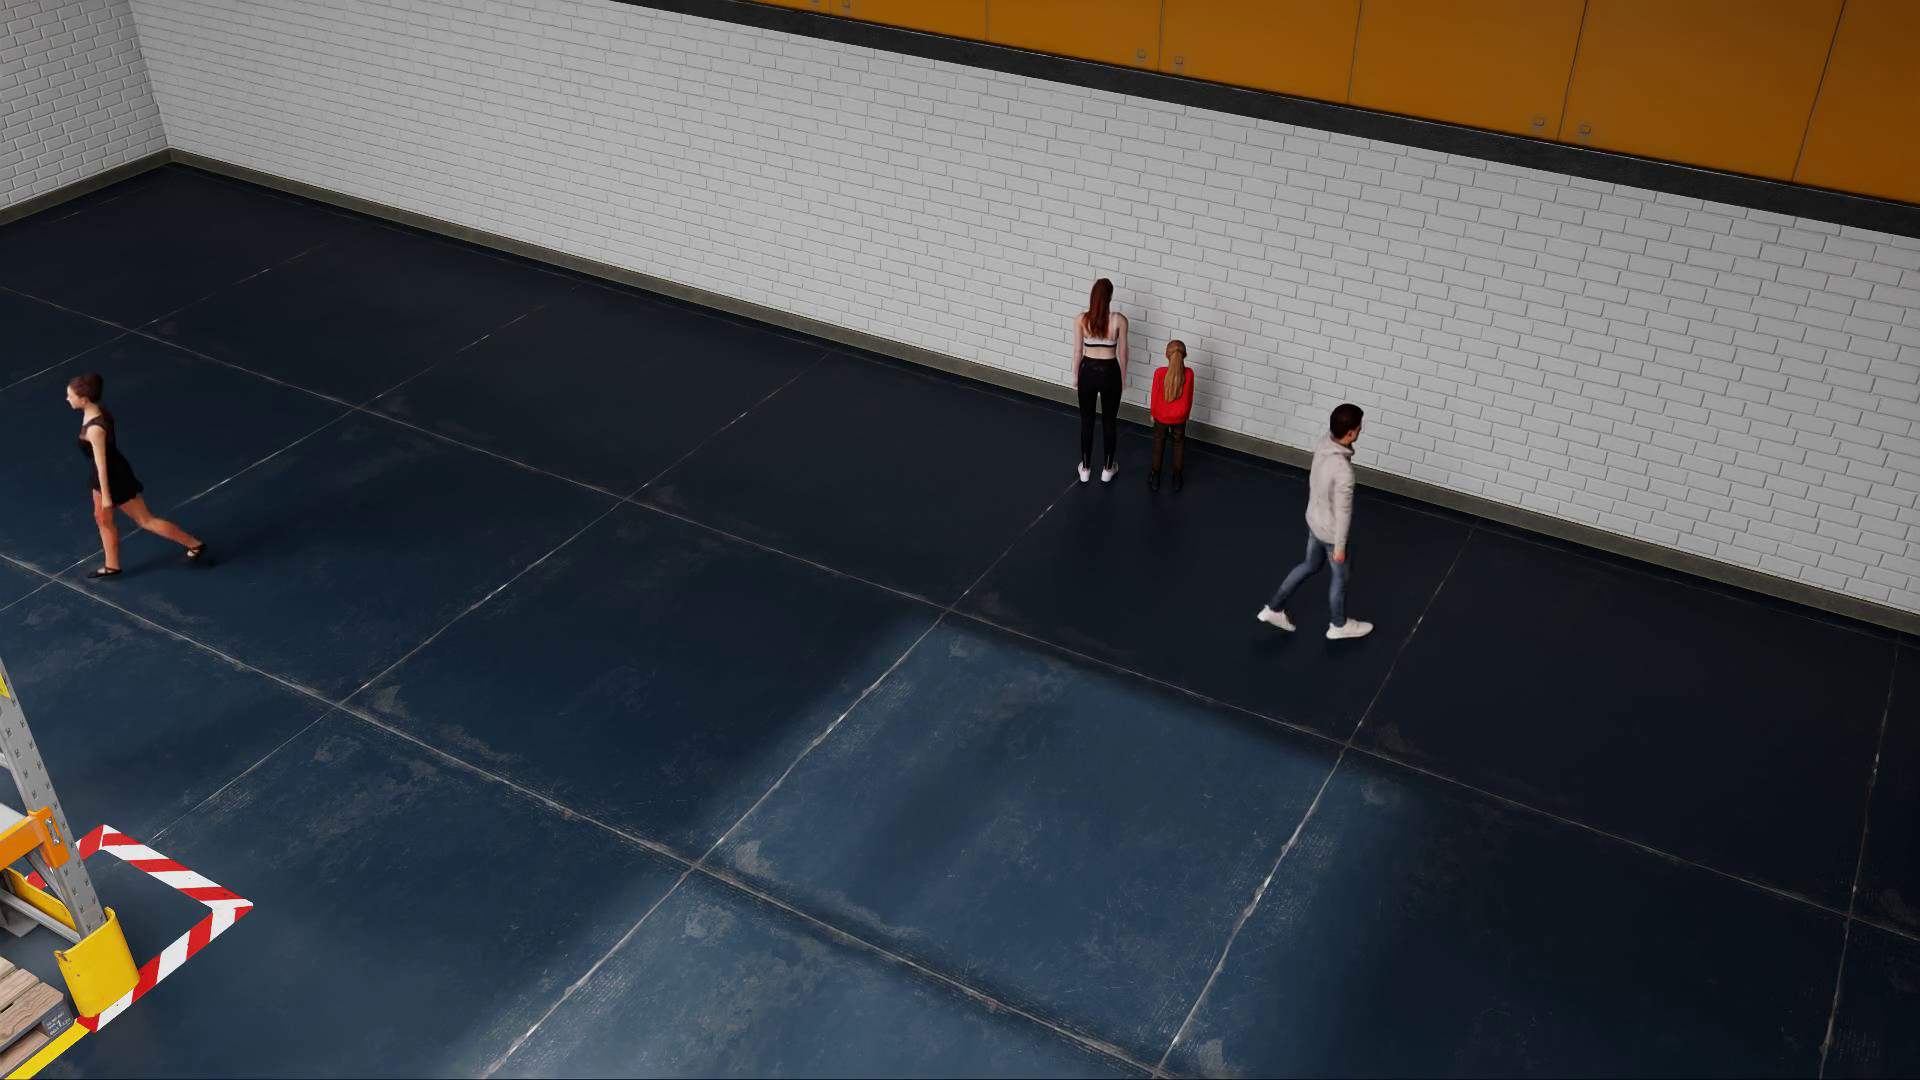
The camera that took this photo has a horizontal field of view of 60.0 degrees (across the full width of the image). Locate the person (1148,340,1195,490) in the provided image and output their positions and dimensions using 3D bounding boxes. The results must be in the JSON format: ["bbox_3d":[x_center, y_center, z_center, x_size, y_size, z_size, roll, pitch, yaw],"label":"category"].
[{"bbox_3d":[1.665,-0.991,13.145,0.565,1.282,0.609,-3,34,-4],"label":"person"}]

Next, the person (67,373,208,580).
[{"bbox_3d":[-6.003,-0.438,11.987,1.133,1.642,1.013,-12,35,-17],"label":"person"}]

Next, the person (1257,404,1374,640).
[{"bbox_3d":[2.427,-0.095,11.299,1.135,1.834,1.110,-6,34,-9],"label":"person"}]

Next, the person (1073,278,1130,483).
[{"bbox_3d":[1.099,-1.254,13.127,0.649,1.740,0.630,6,34,9],"label":"person"}]
